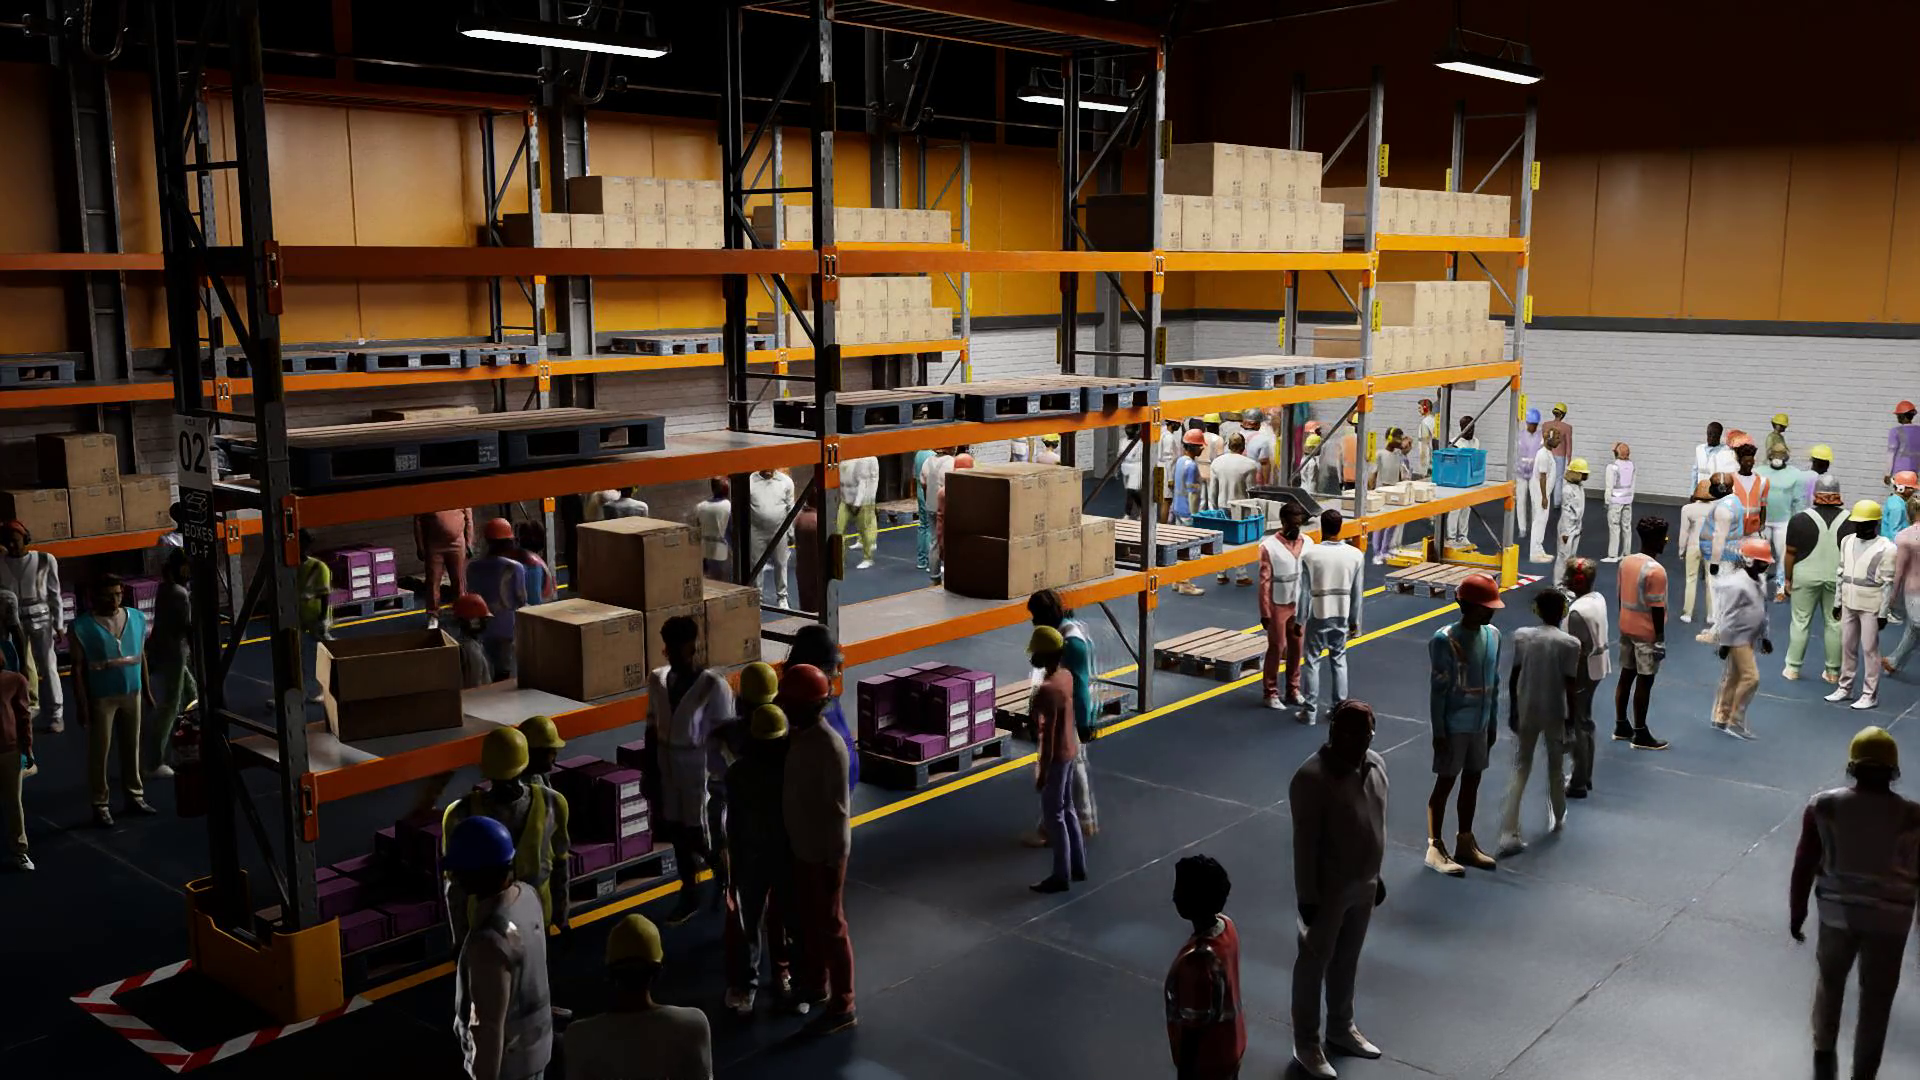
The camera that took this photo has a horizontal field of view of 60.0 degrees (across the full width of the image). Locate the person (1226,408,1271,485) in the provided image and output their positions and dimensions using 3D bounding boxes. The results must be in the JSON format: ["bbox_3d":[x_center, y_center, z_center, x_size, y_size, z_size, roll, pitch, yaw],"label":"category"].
[{"bbox_3d":[4.120,-0.856,23.395,0.538,2.000,0.688,-9,13,-42],"label":"person"}]

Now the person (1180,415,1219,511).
[{"bbox_3d":[3.679,-1.194,25.454,0.611,2.032,0.411,5,11,27],"label":"person"}]

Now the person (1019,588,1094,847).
[{"bbox_3d":[0.635,1.233,11.634,0.716,1.802,0.651,-2,10,-13],"label":"person"}]

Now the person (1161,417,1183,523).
[{"bbox_3d":[3.379,-1.192,26.042,0.532,1.822,0.590,4,10,22],"label":"person"}]

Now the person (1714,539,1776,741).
[{"bbox_3d":[6.743,0.840,14.206,0.565,1.728,0.565,-9,13,-44],"label":"person"}]

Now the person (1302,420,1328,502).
[{"bbox_3d":[5.273,-0.911,24.680,0.447,1.719,0.589,5,11,26],"label":"person"}]

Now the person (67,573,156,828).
[{"bbox_3d":[-6.155,1.139,12.076,0.373,1.840,0.572,6,11,33],"label":"person"}]

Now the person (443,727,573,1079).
[{"bbox_3d":[-2.118,1.805,7.874,0.589,1.918,0.392,-5,11,-26],"label":"person"}]

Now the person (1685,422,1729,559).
[{"bbox_3d":[10.179,-0.647,22.515,0.378,1.916,0.597,-6,11,-30],"label":"person"}]

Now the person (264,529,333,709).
[{"bbox_3d":[-5.983,0.727,15.047,0.553,1.655,0.819,2,10,12],"label":"person"}]

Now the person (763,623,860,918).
[{"bbox_3d":[-0.904,1.440,9.689,0.635,2.000,0.731,1,10,8],"label":"person"}]

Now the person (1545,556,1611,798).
[{"bbox_3d":[4.735,1.041,12.658,0.383,1.844,0.566,6,11,32],"label":"person"}]

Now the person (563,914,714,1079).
[{"bbox_3d":[-1.144,2.203,5.985,0.538,1.757,0.340,-3,10,-16],"label":"person"}]

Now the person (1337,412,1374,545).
[{"bbox_3d":[5.700,-0.881,23.883,0.388,1.926,0.590,-9,13,-44],"label":"person"}]

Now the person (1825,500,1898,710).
[{"bbox_3d":[8.225,0.583,15.181,0.390,1.920,0.587,-3,10,-18],"label":"person"}]

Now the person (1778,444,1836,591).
[{"bbox_3d":[10.168,-0.200,19.877,0.534,1.906,0.601,2,10,12],"label":"person"}]

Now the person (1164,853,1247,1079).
[{"bbox_3d":[0.994,2.103,6.787,0.322,1.689,0.530,4,10,24],"label":"person"}]

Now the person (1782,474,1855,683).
[{"bbox_3d":[8.343,0.361,16.128,0.681,2.000,0.535,3,10,19],"label":"person"}]

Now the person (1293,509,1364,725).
[{"bbox_3d":[3.245,0.682,14.627,0.599,1.905,0.391,-2,10,-11],"label":"person"}]

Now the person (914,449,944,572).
[{"bbox_3d":[-0.353,-0.524,21.848,0.399,1.900,0.644,-5,11,-25],"label":"person"}]

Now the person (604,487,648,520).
[{"bbox_3d":[-3.508,0.188,17.660,0.512,1.877,0.328,1,10,4],"label":"person"}]

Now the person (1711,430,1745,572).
[{"bbox_3d":[10.114,-0.517,21.881,0.346,1.877,0.571,-5,11,-29],"label":"person"}]

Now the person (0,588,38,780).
[{"bbox_3d":[-7.555,0.986,12.979,0.508,1.846,0.345,-2,10,-10],"label":"person"}]

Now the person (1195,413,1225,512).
[{"bbox_3d":[3.619,-0.912,24.062,0.359,1.930,0.587,-8,12,-38],"label":"person"}]

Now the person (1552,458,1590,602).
[{"bbox_3d":[7.352,-0.123,19.954,0.338,1.732,0.488,8,12,40],"label":"person"}]

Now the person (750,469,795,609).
[{"bbox_3d":[-2.228,-0.100,19.307,0.642,1.902,0.399,-1,10,-8],"label":"person"}]

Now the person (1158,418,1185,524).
[{"bbox_3d":[3.081,-0.954,24.337,0.389,1.925,0.549,1,10,3],"label":"person"}]

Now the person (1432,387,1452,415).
[{"bbox_3d":[8.319,-1.718,28.904,0.391,1.931,0.622,5,11,29],"label":"person"}]

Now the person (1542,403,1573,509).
[{"bbox_3d":[9.830,-1.385,27.422,0.532,1.754,0.340,8,12,39],"label":"person"}]

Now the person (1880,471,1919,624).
[{"bbox_3d":[10.548,0.079,18.719,0.350,1.739,0.575,5,11,28],"label":"person"}]

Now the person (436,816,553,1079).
[{"bbox_3d":[-1.810,2.019,6.564,0.412,1.937,0.606,0,10,0],"label":"person"}]

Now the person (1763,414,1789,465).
[{"bbox_3d":[12.468,-1.060,25.457,0.526,1.760,0.337,-9,13,-44],"label":"person"}]

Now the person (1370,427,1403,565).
[{"bbox_3d":[5.732,-0.594,22.401,0.653,1.857,0.358,-6,11,-32],"label":"person"}]

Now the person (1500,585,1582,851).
[{"bbox_3d":[4.076,1.234,11.609,0.555,1.809,1.011,7,12,38],"label":"person"}]

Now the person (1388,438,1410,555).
[{"bbox_3d":[6.093,-0.612,23.164,0.312,1.632,0.525,4,10,21],"label":"person"}]

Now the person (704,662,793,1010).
[{"bbox_3d":[-1.087,1.599,9.085,0.594,1.923,0.382,-3,10,-19],"label":"person"}]

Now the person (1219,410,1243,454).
[{"bbox_3d":[4.497,-1.369,27.386,0.493,1.728,0.324,5,11,25],"label":"person"}]

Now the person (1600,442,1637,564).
[{"bbox_3d":[8.893,-0.497,22.447,0.516,1.640,0.314,-4,10,-24],"label":"person"}]

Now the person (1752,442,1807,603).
[{"bbox_3d":[9.734,-0.210,19.882,0.635,1.931,0.366,7,12,38],"label":"person"}]

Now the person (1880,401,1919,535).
[{"bbox_3d":[13.858,-1.029,24.478,0.604,2.033,0.414,-3,10,-15],"label":"person"}]

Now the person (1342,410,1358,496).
[{"bbox_3d":[6.495,-1.330,27.432,0.287,1.635,0.499,-5,11,-28],"label":"person"}]

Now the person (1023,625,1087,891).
[{"bbox_3d":[0.636,1.406,10.776,0.429,1.750,0.621,3,10,18],"label":"person"}]

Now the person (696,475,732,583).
[{"bbox_3d":[-2.531,0.200,17.713,0.596,1.830,0.430,6,11,31],"label":"person"}]

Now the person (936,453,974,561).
[{"bbox_3d":[0.044,0.032,18.266,0.614,1.987,0.408,0,10,-1],"label":"person"}]
